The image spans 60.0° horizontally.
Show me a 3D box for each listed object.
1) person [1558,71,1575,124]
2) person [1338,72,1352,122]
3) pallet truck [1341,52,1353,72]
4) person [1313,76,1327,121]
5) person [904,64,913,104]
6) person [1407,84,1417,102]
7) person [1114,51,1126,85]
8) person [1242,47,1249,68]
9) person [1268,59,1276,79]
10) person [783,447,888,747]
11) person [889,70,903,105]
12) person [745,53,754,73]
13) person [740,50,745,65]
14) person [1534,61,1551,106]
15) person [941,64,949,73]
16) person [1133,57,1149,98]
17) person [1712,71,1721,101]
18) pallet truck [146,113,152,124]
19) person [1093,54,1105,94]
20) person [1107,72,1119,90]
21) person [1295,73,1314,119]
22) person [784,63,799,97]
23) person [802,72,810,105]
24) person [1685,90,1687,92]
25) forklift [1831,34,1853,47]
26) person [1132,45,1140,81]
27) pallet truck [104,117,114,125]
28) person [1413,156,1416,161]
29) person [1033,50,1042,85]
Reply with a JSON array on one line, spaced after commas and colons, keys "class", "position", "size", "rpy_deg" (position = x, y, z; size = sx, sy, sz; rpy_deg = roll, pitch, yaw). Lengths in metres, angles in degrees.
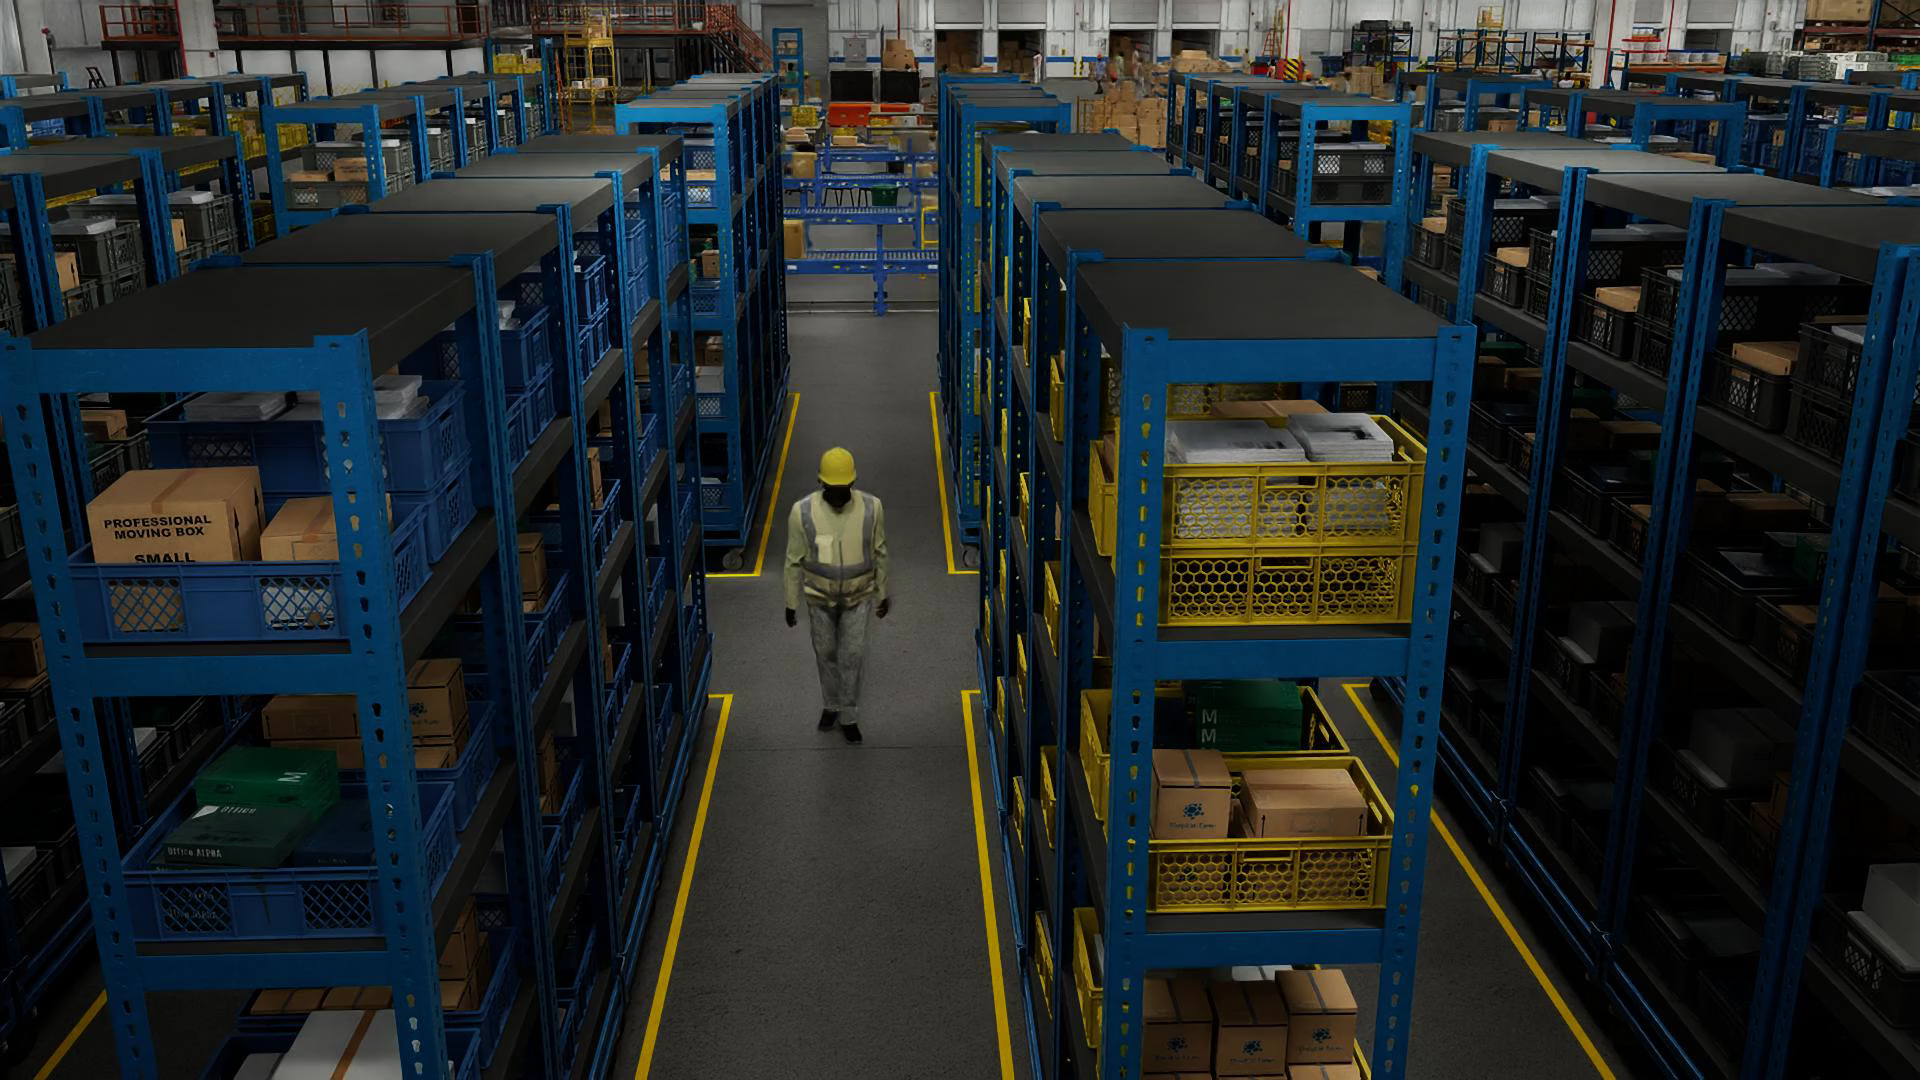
[{"class": "person", "position": [21.968, -16.011, 60.350], "size": [0.587, 1.920, 0.390], "rpy_deg": [11, 21, 30]}, {"class": "person", "position": [14.224, -16.322, 61.409], "size": [0.473, 1.857, 0.549], "rpy_deg": [3, 18, 10]}, {"class": "pallet truck", "position": [18.794, -23.123, 82.231], "size": [0.823, 1.965, 1.885], "rpy_deg": [-13, 22, -35]}, {"class": "person", "position": [12.798, -15.635, 59.387], "size": [0.636, 1.822, 0.441], "rpy_deg": [2, 18, 7]}, {"class": "person", "position": [-2.195, -19.143, 70.158], "size": [0.345, 1.847, 0.506], "rpy_deg": [9, 20, 26]}, {"class": "person", "position": [15.573, -14.923, 57.355], "size": [0.376, 1.678, 0.549], "rpy_deg": [1, 18, 3]}, {"class": "person", "position": [8.680, -25.425, 89.695], "size": [0.980, 1.797, 0.652], "rpy_deg": [6, 19, 17]}, {"class": "person", "position": [16.253, -27.220, 95.083], "size": [0.766, 1.896, 0.578], "rpy_deg": [-6, 19, -18]}, {"class": "person", "position": [15.071, -22.384, 80.443], "size": [0.321, 1.694, 0.535], "rpy_deg": [14, 22, 36]}, {"class": "person", "position": [-0.735, 0.324, 9.968], "size": [0.624, 1.818, 0.497], "rpy_deg": [-3, 18, -8]}, {"class": "person", "position": [-2.362, -16.376, 61.488], "size": [0.587, 1.914, 0.391], "rpy_deg": [12, 22, 34]}, {"class": "person", "position": [-10.862, -24.153, 85.666], "size": [0.836, 1.840, 0.627], "rpy_deg": [12, 21, 32]}, {"class": "person", "position": [-11.277, -24.522, 86.639], "size": [0.388, 1.947, 0.614], "rpy_deg": [1, 18, 4]}, {"class": "person", "position": [24.049, -18.848, 68.934], "size": [0.692, 2.000, 0.840], "rpy_deg": [0, 18, 0]}, {"class": "person", "position": [-0.638, -18.970, 69.645], "size": [0.544, 1.824, 0.929], "rpy_deg": [3, 18, 10]}, {"class": "person", "position": [8.422, -21.723, 78.095], "size": [1.039, 1.887, 0.642], "rpy_deg": [2, 18, 5]}, {"class": "person", "position": [30.886, -18.349, 68.065], "size": [0.541, 1.608, 0.708], "rpy_deg": [3, 18, 10]}, {"class": "pallet truck", "position": [-18.087, -8.309, 36.390], "size": [1.885, 1.965, 0.823], "rpy_deg": [-1, 18, -4]}, {"class": "person", "position": [6.839, -22.806, 81.391], "size": [0.755, 1.910, 0.557], "rpy_deg": [-15, 23, -38]}, {"class": "person", "position": [5.399, -15.805, 59.724], "size": [0.569, 1.917, 0.567], "rpy_deg": [6, 19, 17]}, {"class": "person", "position": [12.358, -15.765, 59.626], "size": [0.470, 1.891, 0.606], "rpy_deg": [-15, 23, -38]}, {"class": "person", "position": [-6.928, -18.600, 68.307], "size": [0.510, 1.947, 0.609], "rpy_deg": [13, 22, 34]}, {"class": "person", "position": [-5.993, -17.221, 64.363], "size": [0.461, 1.748, 0.543], "rpy_deg": [1, 18, 3]}, {"class": "person", "position": [30.044, -18.683, 68.716], "size": [0.644, 1.854, 0.423], "rpy_deg": [5, 18, 14]}, {"class": "forklift", "position": [44.028, -23.961, 83.412], "size": [1.129, 2.768, 1.873], "rpy_deg": [-1, 18, -2]}, {"class": "person", "position": [10.070, -27.243, 95.002], "size": [0.409, 1.982, 0.614], "rpy_deg": [-6, 19, -17]}, {"class": "pallet truck", "position": [-18.367, -7.885, 35.078], "size": [1.885, 1.965, 0.823], "rpy_deg": [1, 18, 2]}, {"class": "person", "position": [12.465, -11.200, 45.987], "size": [0.517, 1.578, 0.876], "rpy_deg": [-2, 18, -5]}, {"class": "person", "position": [4.172, -25.729, 90.546], "size": [0.429, 1.844, 0.627], "rpy_deg": [14, 22, 36]}]
